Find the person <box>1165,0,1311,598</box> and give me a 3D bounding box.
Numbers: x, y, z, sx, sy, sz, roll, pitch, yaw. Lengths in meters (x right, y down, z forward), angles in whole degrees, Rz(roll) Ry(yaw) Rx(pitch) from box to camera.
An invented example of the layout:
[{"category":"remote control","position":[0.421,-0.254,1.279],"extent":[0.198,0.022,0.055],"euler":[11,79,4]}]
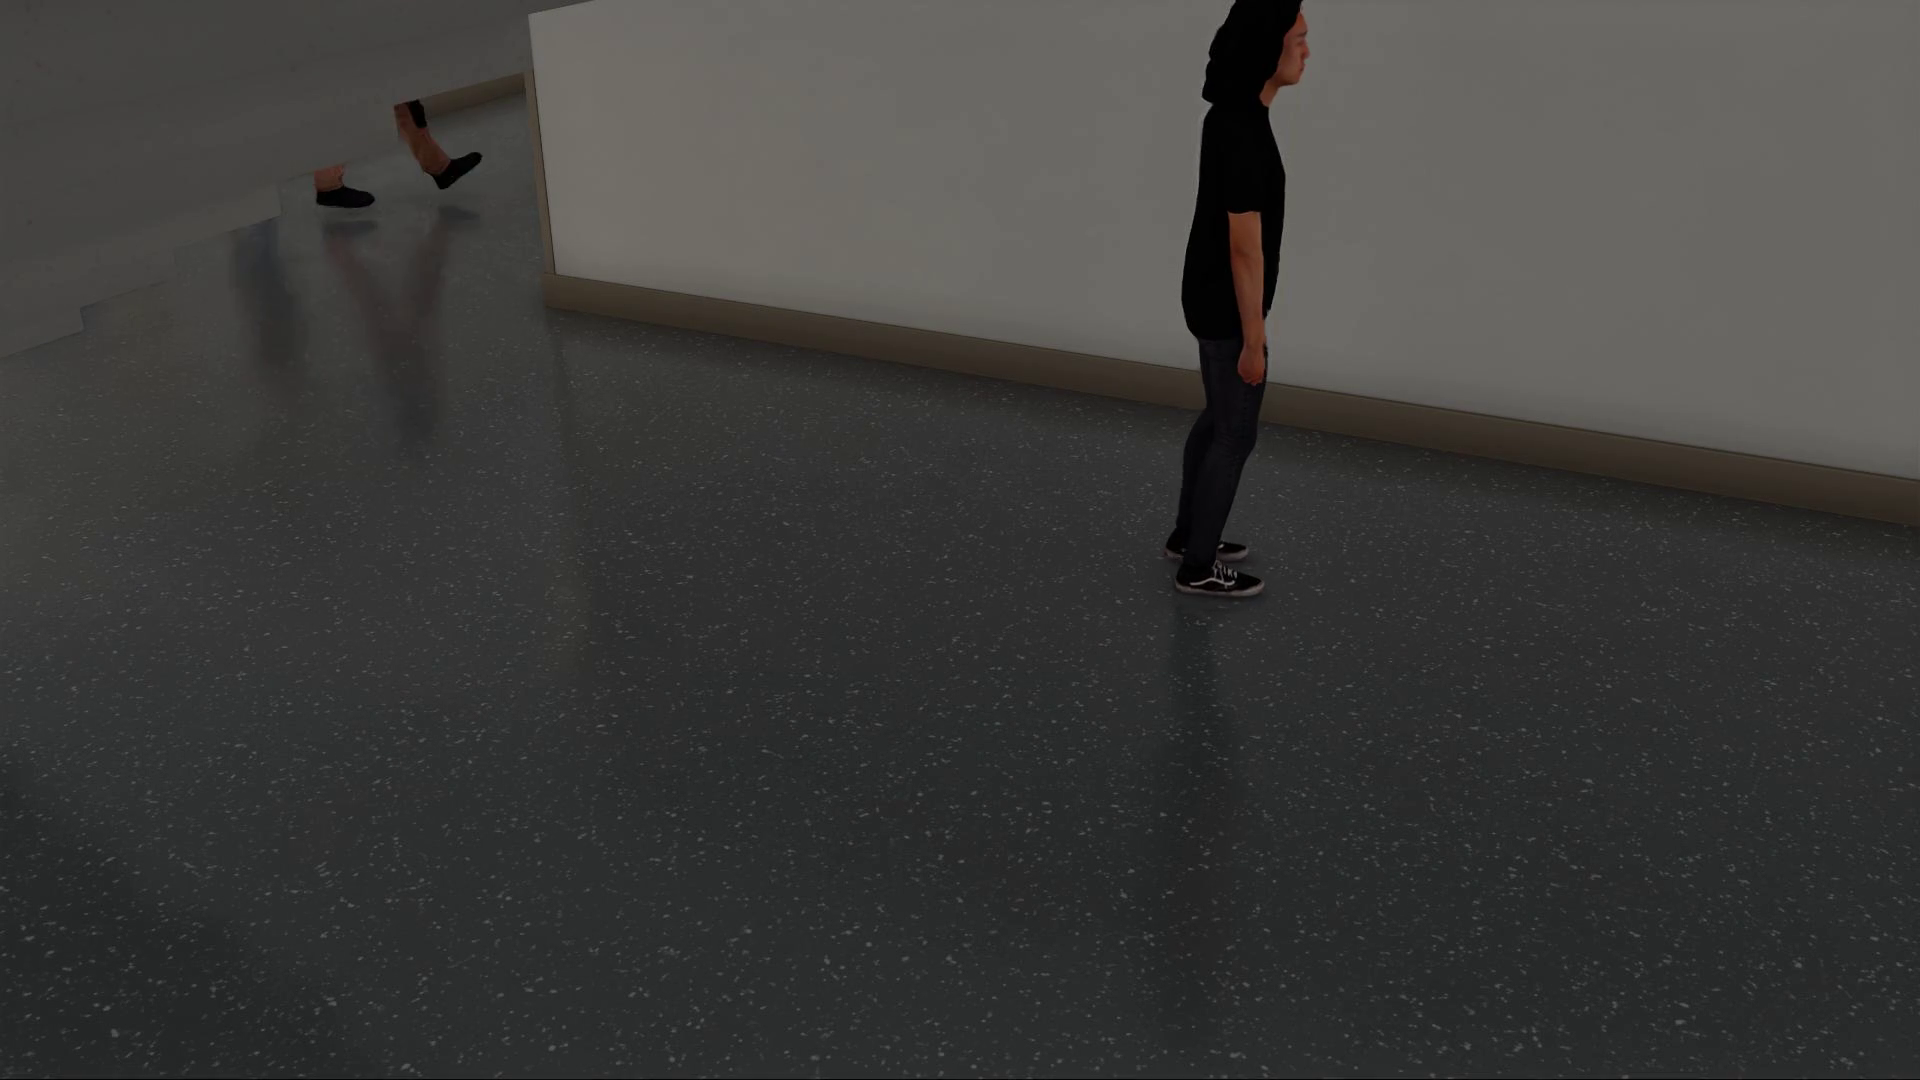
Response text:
[{"category":"person","position":[0.787,-0.703,4.927],"extent":[0.684,1.823,0.710],"euler":[-1,26,-2]}]
